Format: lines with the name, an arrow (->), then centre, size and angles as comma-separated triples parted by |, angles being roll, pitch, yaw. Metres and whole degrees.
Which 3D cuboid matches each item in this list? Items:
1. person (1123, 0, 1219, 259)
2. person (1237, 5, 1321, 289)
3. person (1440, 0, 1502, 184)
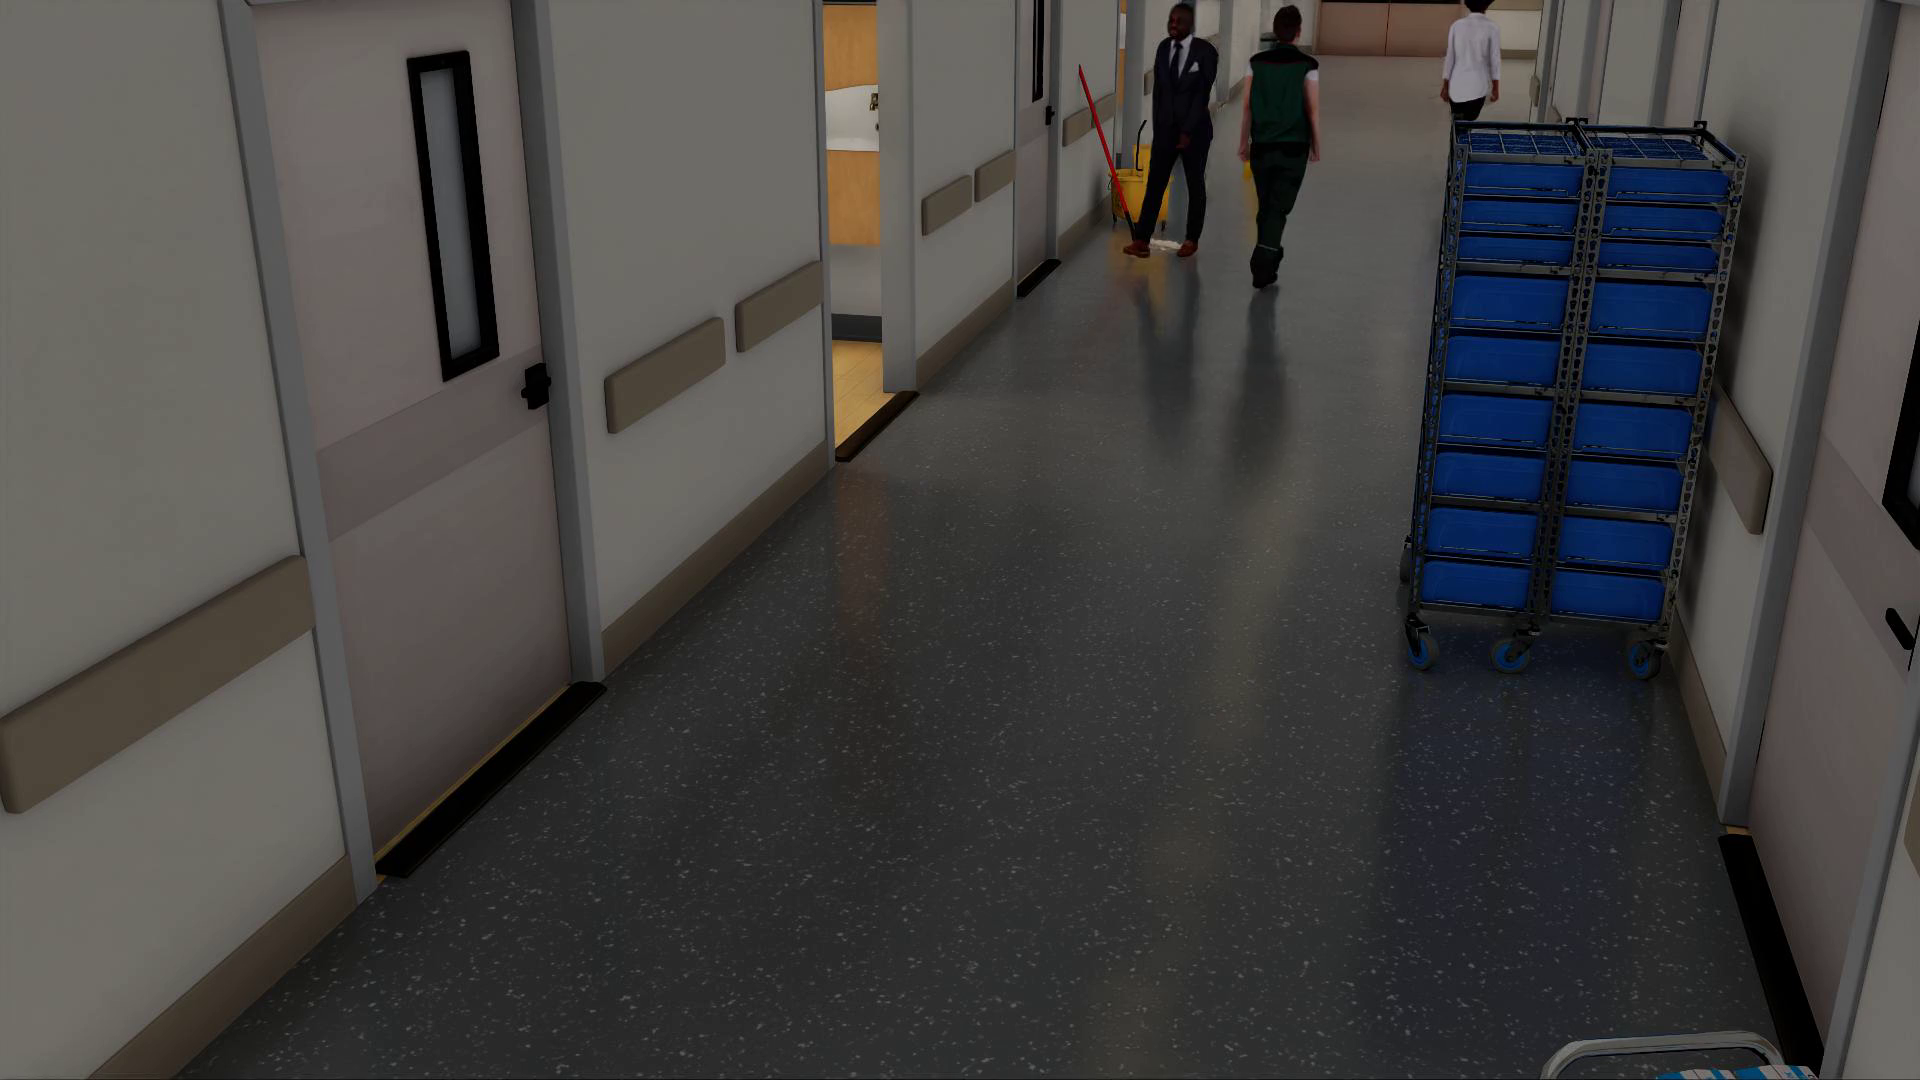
person -> 1.648, -2.921, 12.003 | 0.910, 1.787, 1.199 | 13, 24, 30
person -> 2.096, -2.586, 11.086 | 0.833, 1.811, 1.078 | 12, 24, 29
person -> 4.687, -4.200, 15.392 | 0.802, 1.779, 1.026 | 12, 24, 28
